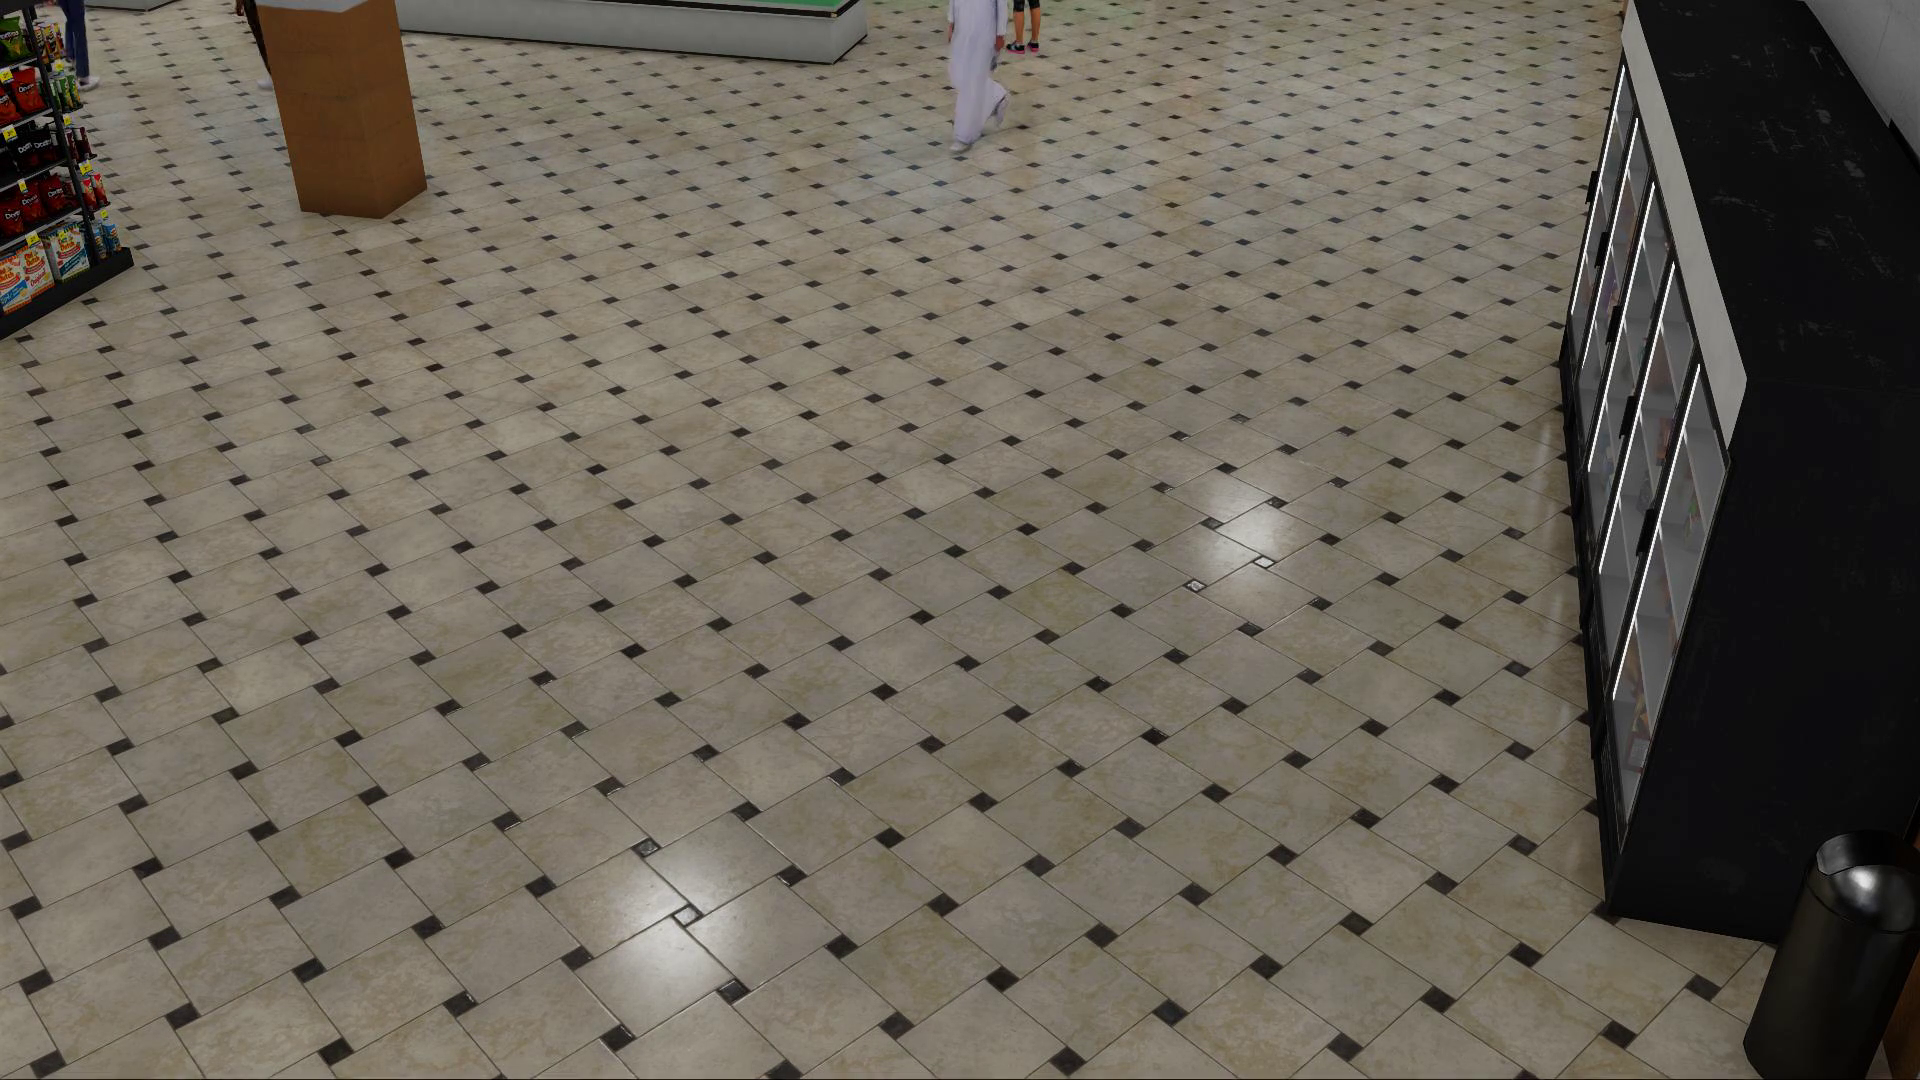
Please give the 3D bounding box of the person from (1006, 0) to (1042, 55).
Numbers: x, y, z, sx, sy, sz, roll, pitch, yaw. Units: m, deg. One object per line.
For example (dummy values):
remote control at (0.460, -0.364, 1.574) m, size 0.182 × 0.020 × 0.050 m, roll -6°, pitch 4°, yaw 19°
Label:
person at (0.640, -5.629, 16.169) m, size 0.651 × 1.729 × 0.726 m, roll -13°, pitch 34°, yaw -19°

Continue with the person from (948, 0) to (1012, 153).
person at (0.180, -4.237, 13.765) m, size 1.158 × 1.905 × 1.051 m, roll 23°, pitch 39°, yaw 32°

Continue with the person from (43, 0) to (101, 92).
person at (-8.113, -4.931, 15.008) m, size 0.585 × 1.771 × 0.672 m, roll 3°, pitch 32°, yaw 5°
